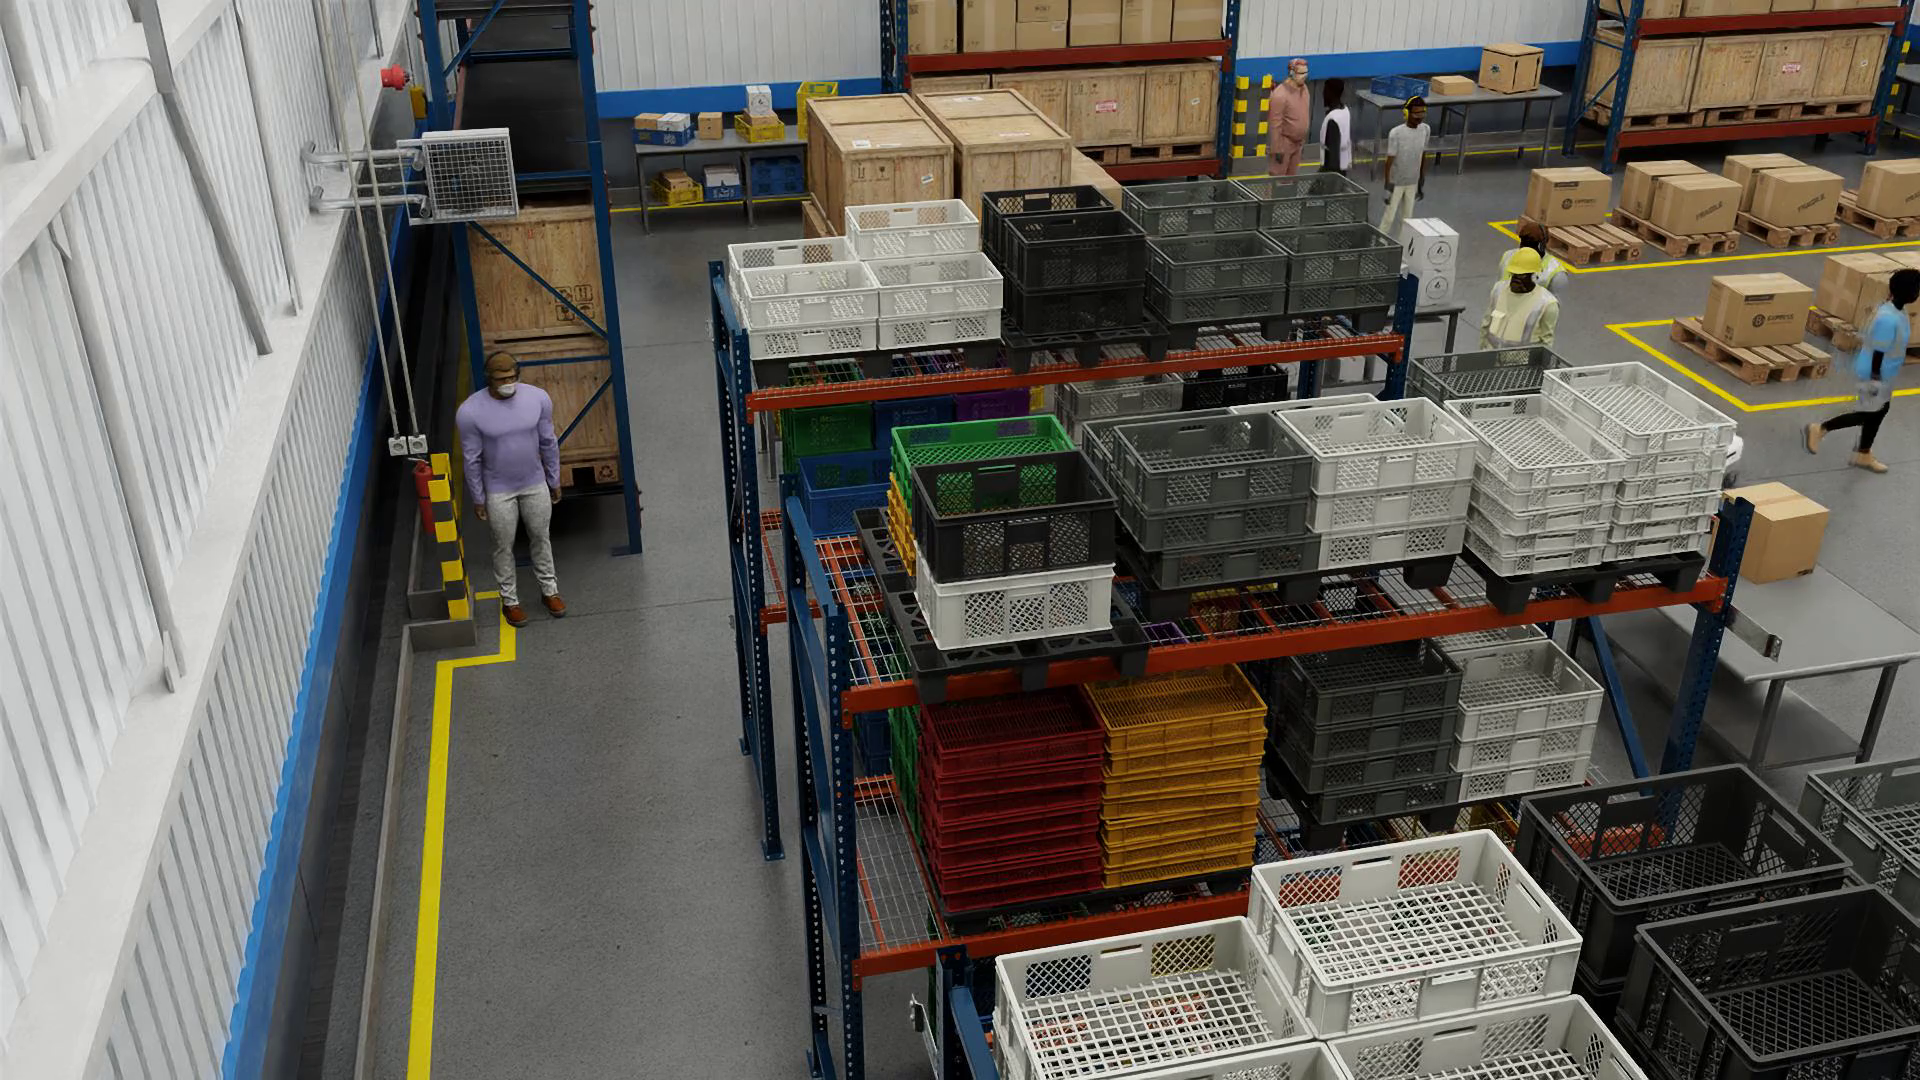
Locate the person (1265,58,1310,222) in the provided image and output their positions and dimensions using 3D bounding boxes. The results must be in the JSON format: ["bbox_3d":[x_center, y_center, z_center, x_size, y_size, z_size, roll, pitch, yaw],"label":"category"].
[{"bbox_3d":[3.713,-4.465,18.757,0.400,1.905,0.647,23,35,36],"label":"person"}]

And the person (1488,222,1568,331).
[{"bbox_3d":[4.543,-1.689,13.550,0.429,1.844,0.626,-21,34,-34],"label":"person"}]

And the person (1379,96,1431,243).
[{"bbox_3d":[4.643,-3.713,17.382,0.515,1.858,0.347,-10,29,-18],"label":"person"}]

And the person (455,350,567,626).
[{"bbox_3d":[-2.922,-0.353,10.922,0.627,1.933,0.367,-15,32,-27],"label":"person"}]

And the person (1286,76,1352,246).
[{"bbox_3d":[4.081,-4.073,18.040,0.955,1.878,0.593,11,30,20],"label":"person"}]

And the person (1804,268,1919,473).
[{"bbox_3d":[7.144,-1.345,13.055,0.574,1.678,0.535,22,35,35],"label":"person"}]

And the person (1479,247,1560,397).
[{"bbox_3d":[4.305,-1.405,13.020,0.403,1.833,0.591,-24,36,-38],"label":"person"}]
